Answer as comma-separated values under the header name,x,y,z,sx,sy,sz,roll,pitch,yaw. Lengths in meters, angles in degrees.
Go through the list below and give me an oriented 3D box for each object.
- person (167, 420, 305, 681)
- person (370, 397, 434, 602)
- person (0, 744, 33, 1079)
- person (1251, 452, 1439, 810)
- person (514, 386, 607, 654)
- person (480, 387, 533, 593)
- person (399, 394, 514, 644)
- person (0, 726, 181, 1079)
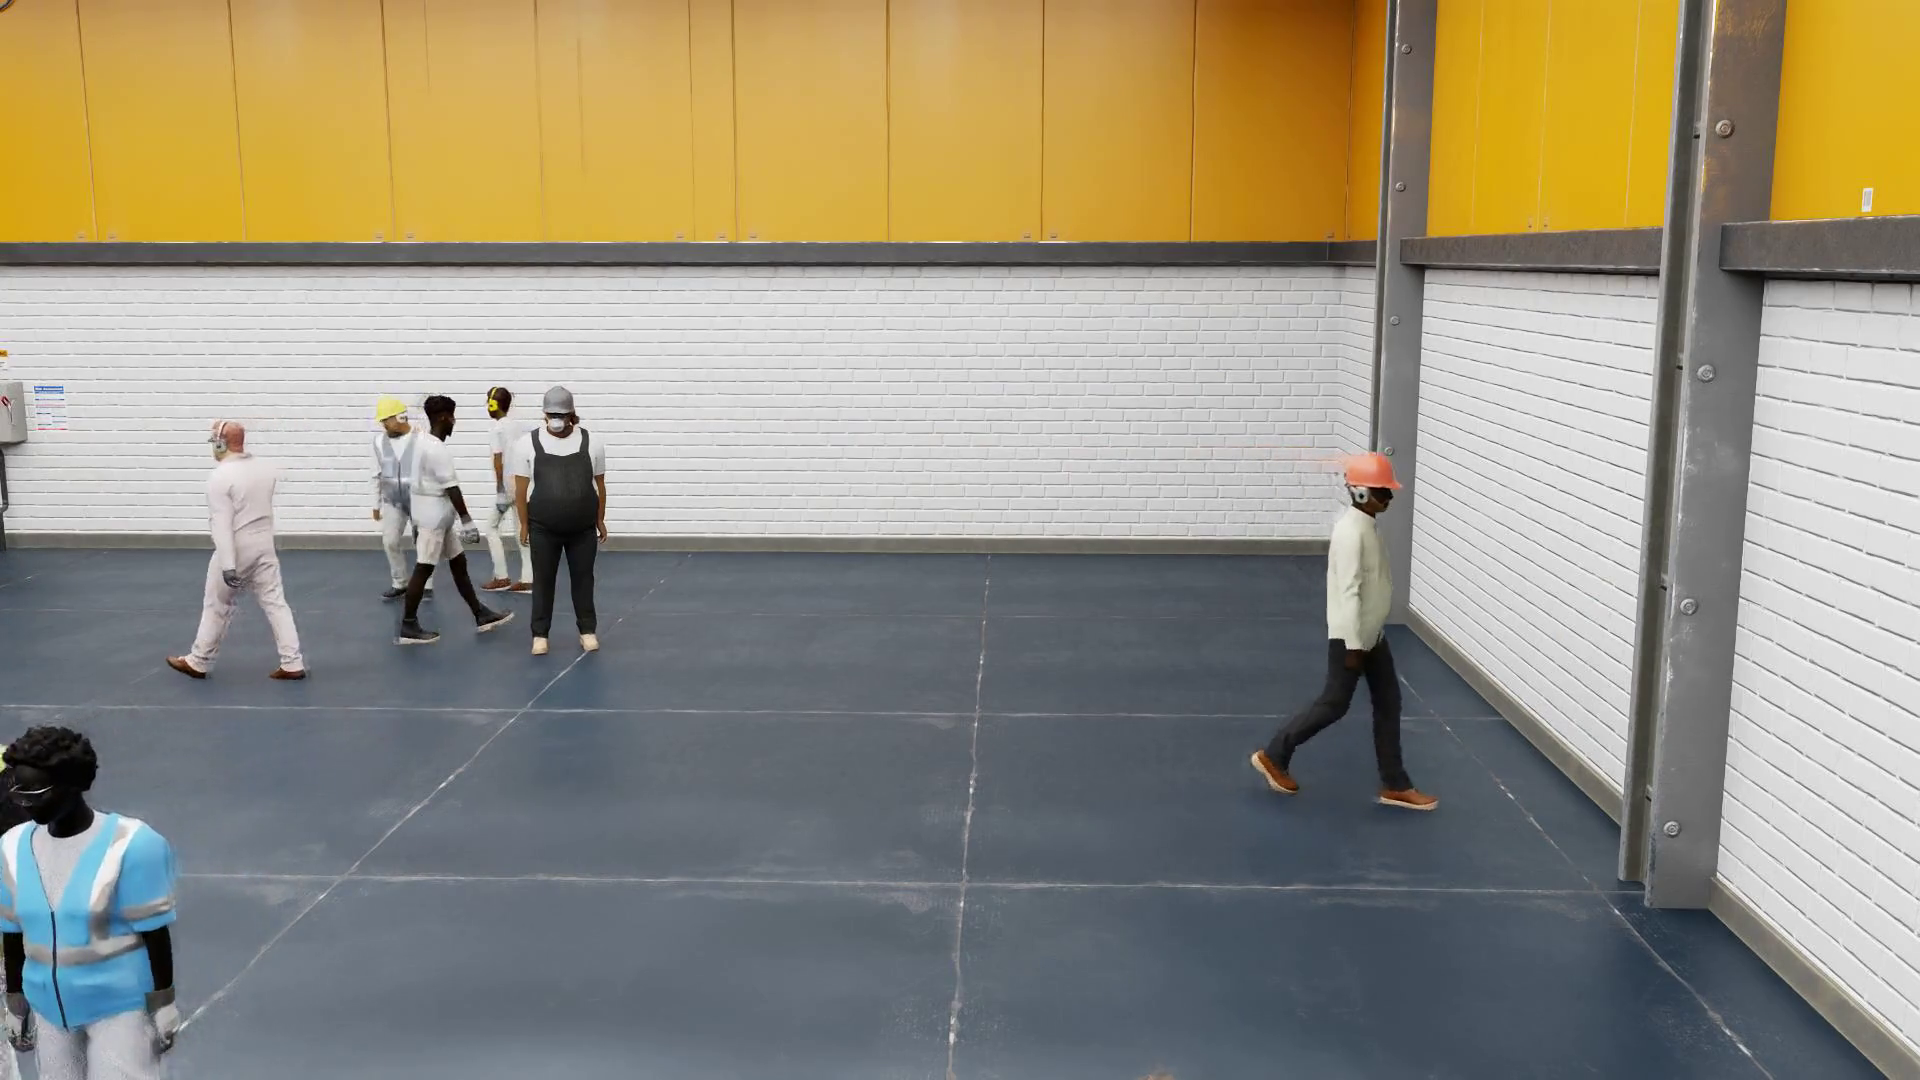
name,x,y,z,sx,sy,sz,roll,pitch,yaw
person,-5.099,0.085,11.696,1.005,1.854,0.650,3,10,18
person,-4.770,-0.342,14.354,0.636,1.801,0.407,0,10,-1
person,-3.096,1.221,5.178,0.601,1.807,0.671,3,10,19
person,2.100,0.487,9.044,0.971,1.959,0.632,5,11,26
person,-2.984,-0.152,12.530,0.685,2.000,0.535,-3,10,-19
person,-4.063,-0.435,14.789,0.658,1.831,0.560,4,11,23
person,-3.955,-0.167,12.961,0.988,1.909,0.643,-4,11,-24
person,-2.518,1.345,4.805,0.548,1.678,0.369,1,10,8
